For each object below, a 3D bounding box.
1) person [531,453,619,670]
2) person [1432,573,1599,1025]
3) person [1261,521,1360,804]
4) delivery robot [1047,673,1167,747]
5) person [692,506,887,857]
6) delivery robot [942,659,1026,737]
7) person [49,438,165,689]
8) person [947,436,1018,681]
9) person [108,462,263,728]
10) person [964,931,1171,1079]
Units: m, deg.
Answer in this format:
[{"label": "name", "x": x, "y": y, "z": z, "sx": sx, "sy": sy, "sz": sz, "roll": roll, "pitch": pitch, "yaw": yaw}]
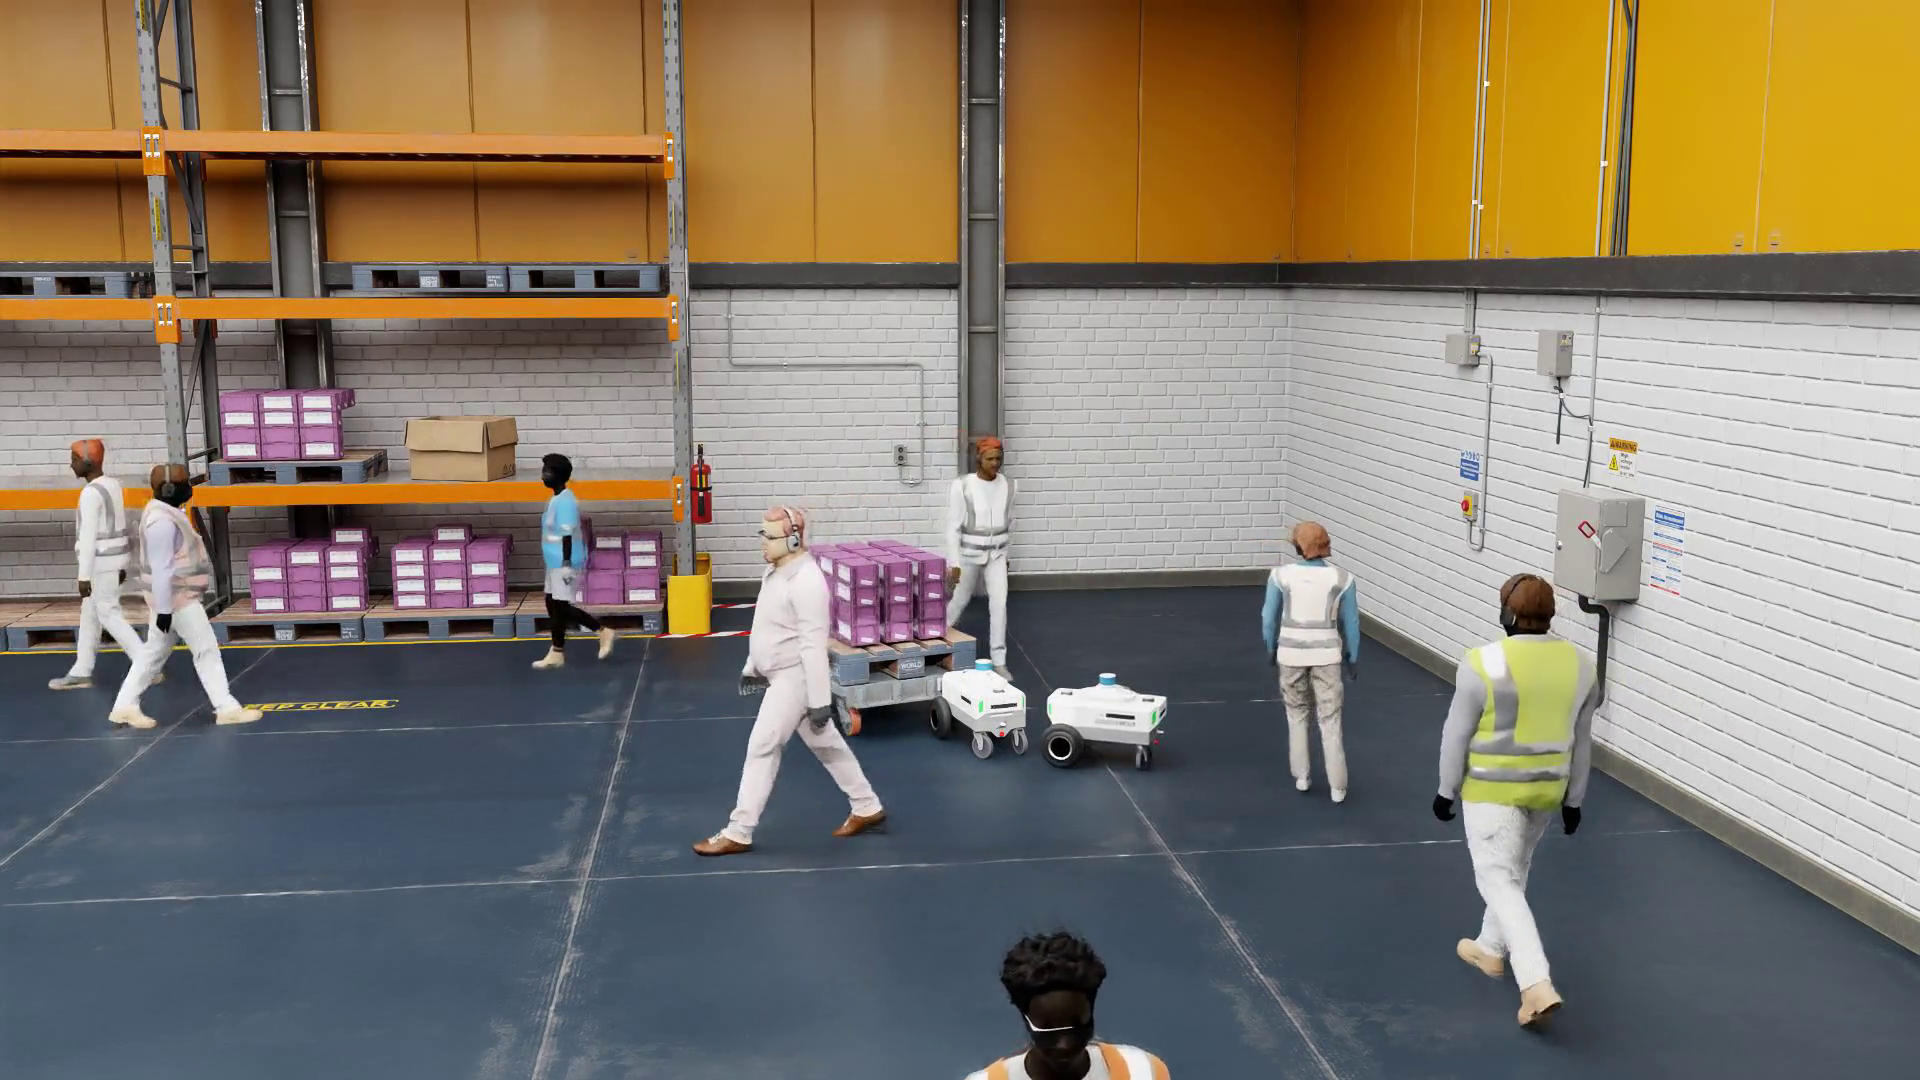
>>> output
[{"label": "person", "x": -2.983, "y": 0.163, "z": 12.719, "sx": 0.570, "sy": 1.676, "sz": 0.540, "roll": -4, "pitch": 10, "yaw": -24}, {"label": "person", "x": 2.314, "y": 1.042, "z": 6.850, "sx": 0.615, "sy": 1.815, "sz": 0.882, "roll": -3, "pitch": 10, "yaw": -17}, {"label": "person", "x": 2.015, "y": 0.698, "z": 9.591, "sx": 0.563, "sy": 1.610, "sz": 0.360, "roll": 3, "pitch": 9, "yaw": 16}, {"label": "delivery robot", "x": 0.912, "y": 1.069, "z": 10.281, "sx": 0.707, "sy": 0.478, "sz": 0.477, "roll": 3, "pitch": 10, "yaw": 18}, {"label": "person", "x": -0.860, "y": 0.724, "z": 8.716, "sx": 1.042, "sy": 1.853, "sz": 0.644, "roll": -2, "pitch": 9, "yaw": -12}, {"label": "delivery robot", "x": 0.149, "y": 1.009, "z": 10.654, "sx": 0.477, "sy": 0.478, "sz": 0.707, "roll": -3, "pitch": 10, "yaw": -21}, {"label": "person", "x": -6.223, "y": 0.190, "z": 12.042, "sx": 0.814, "sy": 1.859, "sz": 0.596, "roll": -2, "pitch": 9, "yaw": -12}, {"label": "person", "x": 0.119, "y": 0.098, "z": 12.720, "sx": 0.594, "sy": 1.836, "sz": 1.017, "roll": -4, "pitch": 10, "yaw": -21}, {"label": "person", "x": -5.241, "y": 0.373, "z": 11.059, "sx": 0.940, "sy": 1.801, "sz": 0.635, "roll": -4, "pitch": 10, "yaw": -25}, {"label": "person", "x": 0.204, "y": 1.628, "z": 3.542, "sx": 0.555, "sy": 1.685, "sz": 0.381, "roll": -2, "pitch": 9, "yaw": -14}]
